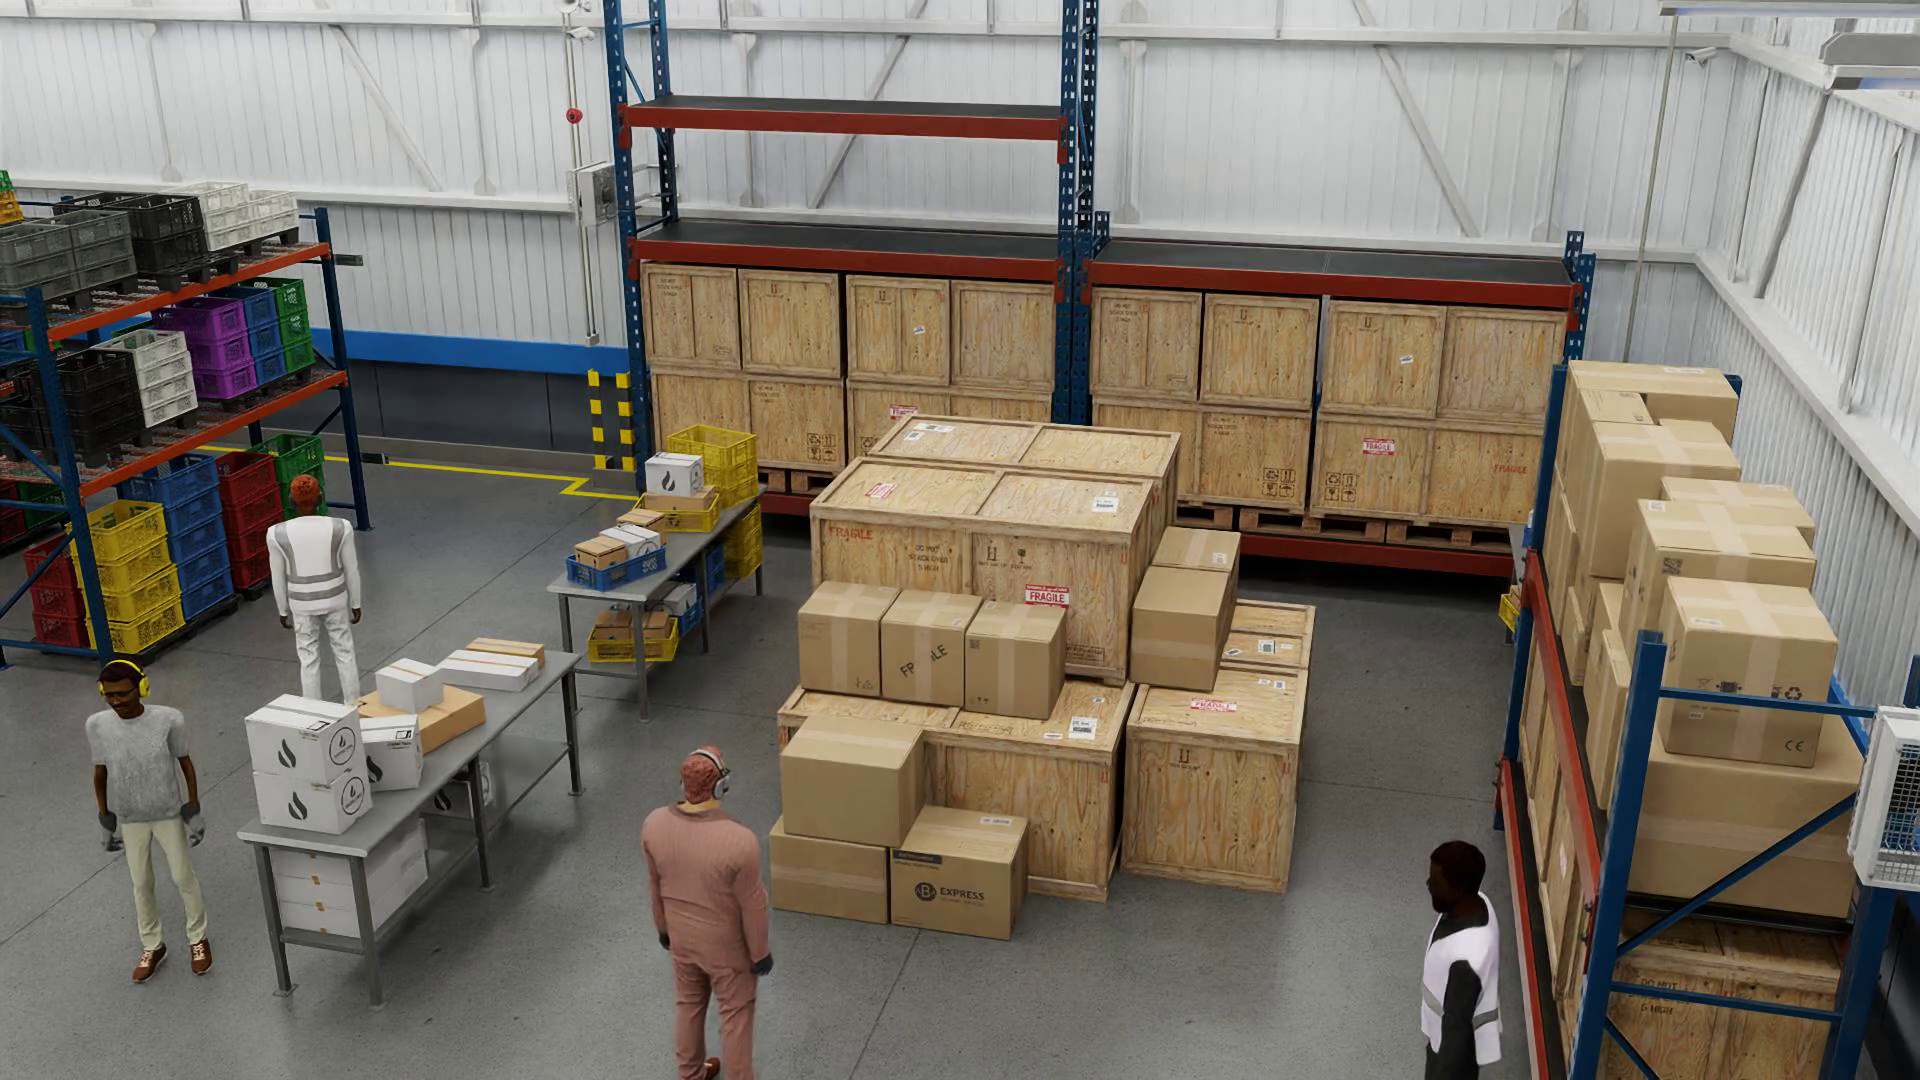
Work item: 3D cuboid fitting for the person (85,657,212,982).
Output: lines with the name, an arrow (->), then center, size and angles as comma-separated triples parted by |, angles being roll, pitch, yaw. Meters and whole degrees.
person -> -4.331, 1.487, 8.894 | 0.531, 1.870, 0.316 | -5, 21, -12

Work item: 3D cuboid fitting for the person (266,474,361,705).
person -> -4.470, 0.447, 11.611 | 0.568, 1.880, 0.356 | -9, 23, -22

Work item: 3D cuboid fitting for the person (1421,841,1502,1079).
person -> 2.108, 2.144, 7.127 | 0.406, 1.909, 0.593 | 6, 22, 16

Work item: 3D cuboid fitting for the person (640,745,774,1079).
person -> -1.169, 1.857, 7.896 | 0.648, 1.900, 0.400 | 11, 23, 26
